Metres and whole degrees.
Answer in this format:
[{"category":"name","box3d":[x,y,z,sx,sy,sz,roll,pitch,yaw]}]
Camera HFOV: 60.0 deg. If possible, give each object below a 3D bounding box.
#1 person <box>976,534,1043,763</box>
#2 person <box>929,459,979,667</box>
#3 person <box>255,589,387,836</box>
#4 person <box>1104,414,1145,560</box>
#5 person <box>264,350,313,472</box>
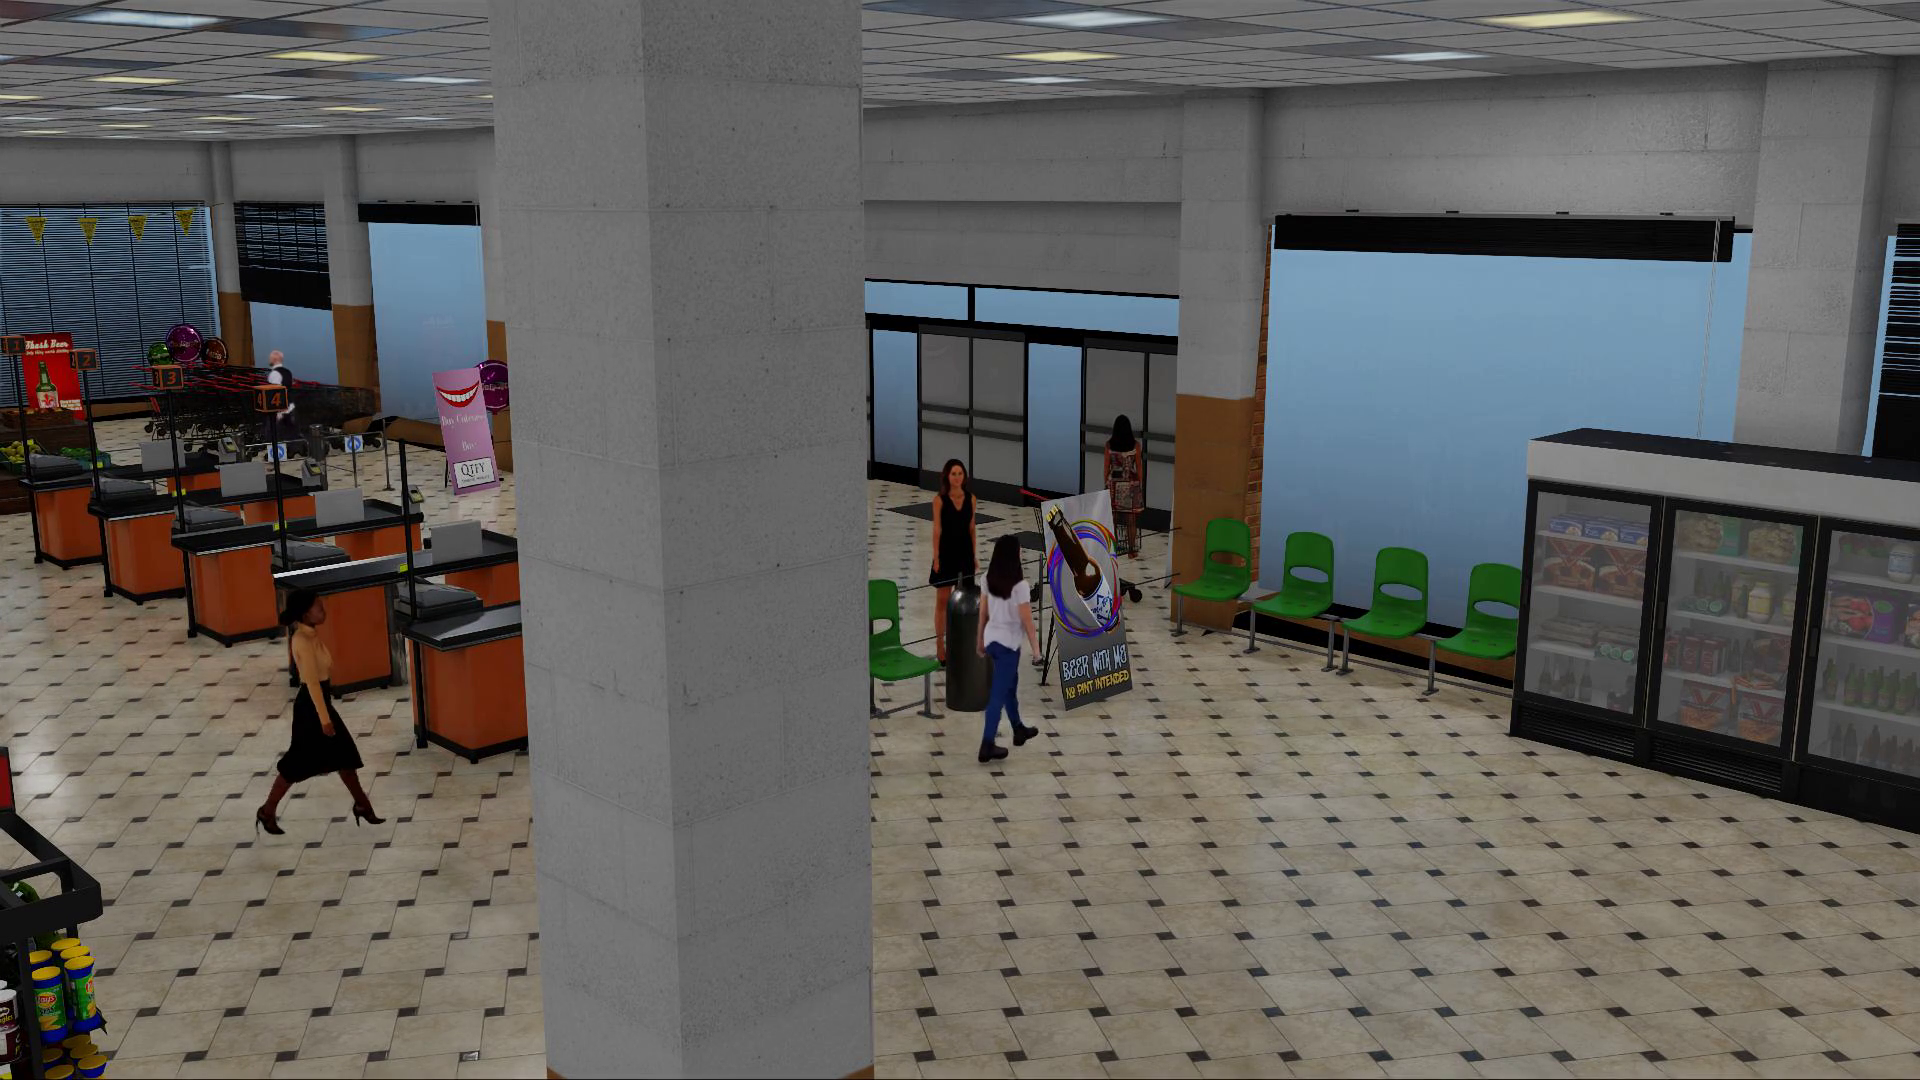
[{"category":"person","box3d":[0.254,0.822,12.022,0.913,1.660,0.669,-9,15,-38]},{"category":"person","box3d":[-0.047,0.198,14.561,0.586,1.834,0.714,-5,13,-23]},{"category":"person","box3d":[-4.203,1.145,10.599,1.109,1.613,0.907,-4,12,-17]},{"category":"person","box3d":[1.840,-0.612,18.867,0.723,1.645,0.741,2,12,9]},{"category":"person","box3d":[-9.891,-1.865,24.487,1.266,1.782,1.249,1,12,3]}]
